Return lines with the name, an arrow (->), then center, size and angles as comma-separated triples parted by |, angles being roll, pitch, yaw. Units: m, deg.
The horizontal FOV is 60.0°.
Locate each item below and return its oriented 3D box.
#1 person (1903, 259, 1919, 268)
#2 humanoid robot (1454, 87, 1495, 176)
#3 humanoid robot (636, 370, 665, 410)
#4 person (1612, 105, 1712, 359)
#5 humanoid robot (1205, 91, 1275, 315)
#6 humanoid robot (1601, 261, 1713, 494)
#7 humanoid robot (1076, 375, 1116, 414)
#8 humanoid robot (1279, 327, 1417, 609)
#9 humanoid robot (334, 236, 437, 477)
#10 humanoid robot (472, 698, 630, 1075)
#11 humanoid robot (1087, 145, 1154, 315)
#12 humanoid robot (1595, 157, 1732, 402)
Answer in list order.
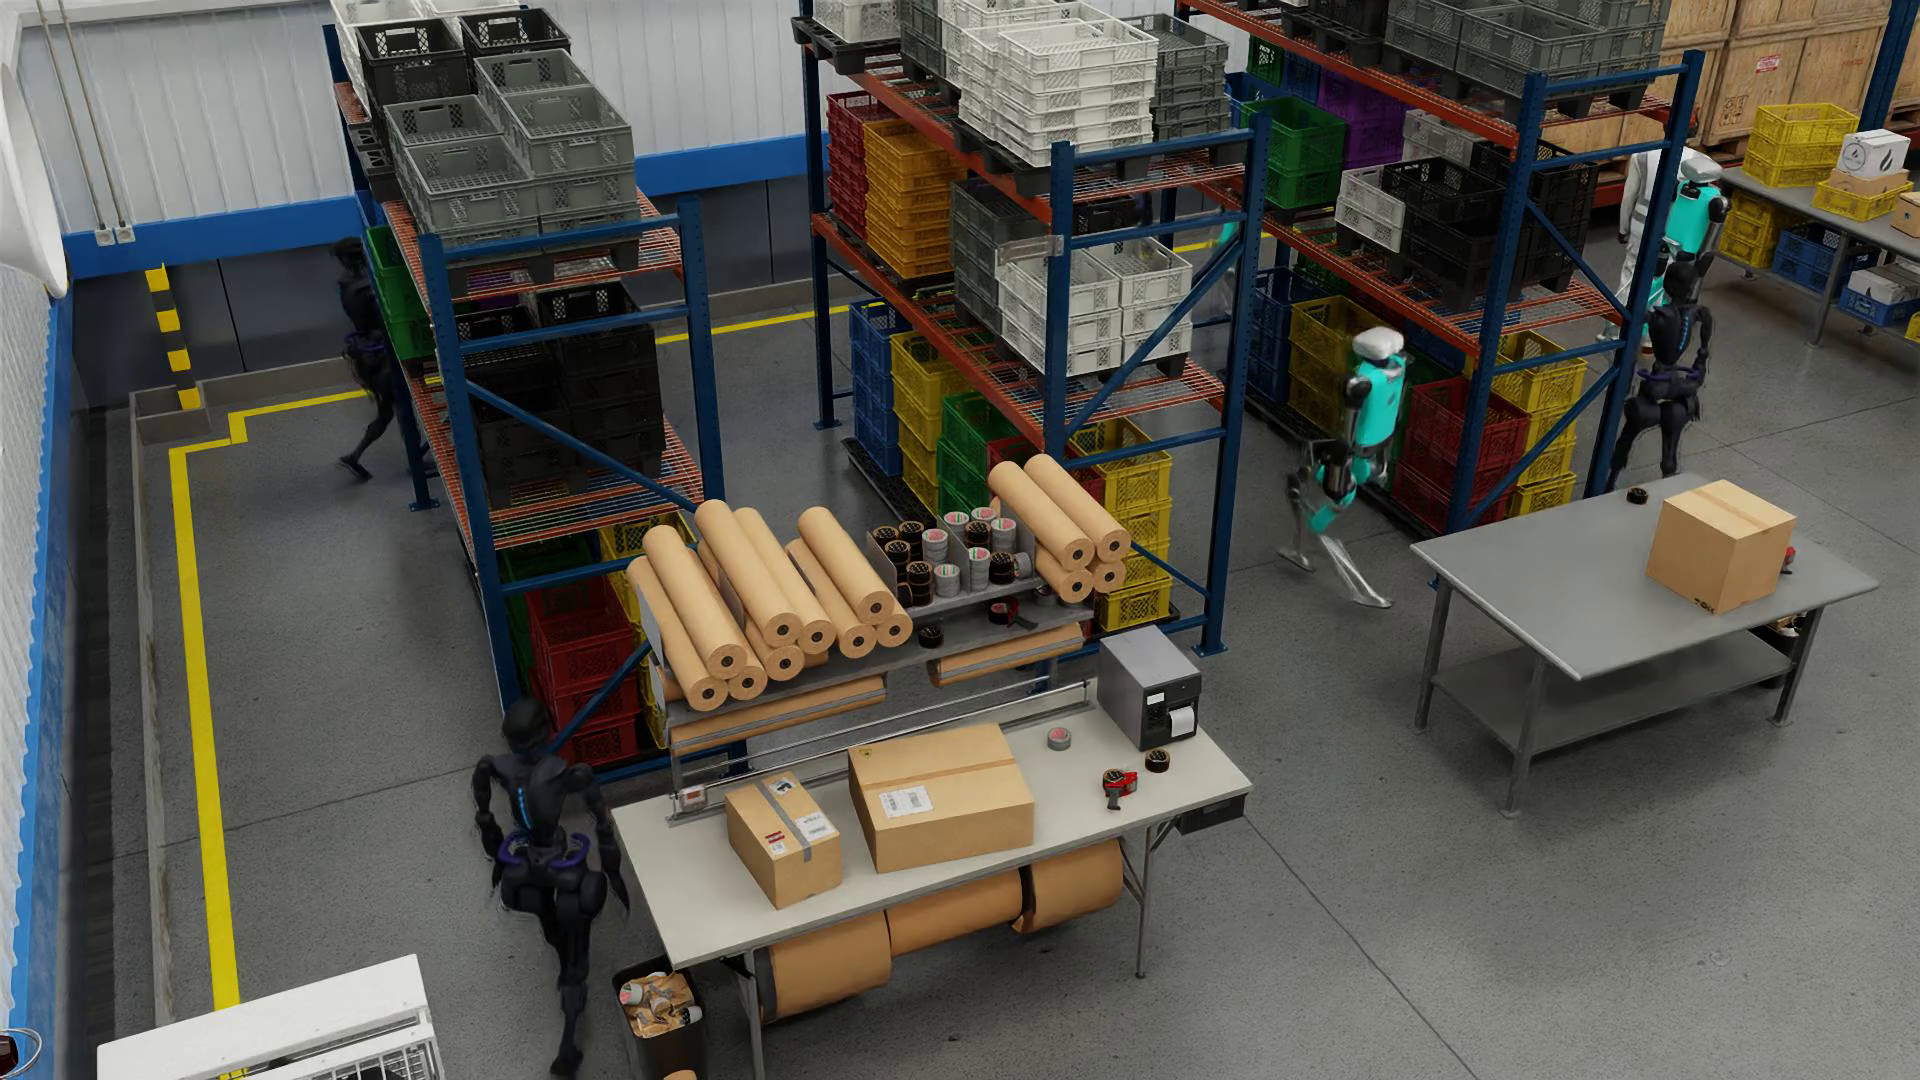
person -> 8.107, -3.099, 13.419 | 0.410, 1.935, 0.605 | 24, 39, 34
humanoid robot -> 4.091, -2.967, 13.452 | 0.608, 1.640, 0.378 | -19, 36, -28
humanoid robot -> -2.352, -1.417, 10.892 | 0.959, 1.766, 0.544 | -9, 33, -15
person -> 5.058, -2.229, 12.052 | 0.574, 1.882, 0.356 | 20, 37, 29
humanoid robot -> 2.075, -2.479, 12.617 | 0.670, 1.820, 0.558 | -27, 41, -36
humanoid robot -> 4.254, -0.852, 10.057 | 0.608, 1.635, 0.743 | -6, 32, -10
humanoid robot -> 0.898, -1.657, 11.349 | 0.829, 1.872, 0.552 | 23, 38, 32
humanoid robot -> 2.079, -0.432, 9.297 | 0.560, 1.742, 1.037 | -26, 40, -35
humanoid robot -> -3.686, -1.123, 10.458 | 0.555, 1.639, 0.588 | -26, 40, -35
humanoid robot -> -1.612, 1.313, 6.541 | 0.584, 1.637, 0.766 | 4, 32, 6
humanoid robot -> 1.206, -2.354, 12.448 | 0.602, 1.640, 0.424 | 13, 34, 20
humanoid robot -> 4.670, -1.726, 11.279 | 0.725, 1.693, 0.531 | -10, 33, -16
